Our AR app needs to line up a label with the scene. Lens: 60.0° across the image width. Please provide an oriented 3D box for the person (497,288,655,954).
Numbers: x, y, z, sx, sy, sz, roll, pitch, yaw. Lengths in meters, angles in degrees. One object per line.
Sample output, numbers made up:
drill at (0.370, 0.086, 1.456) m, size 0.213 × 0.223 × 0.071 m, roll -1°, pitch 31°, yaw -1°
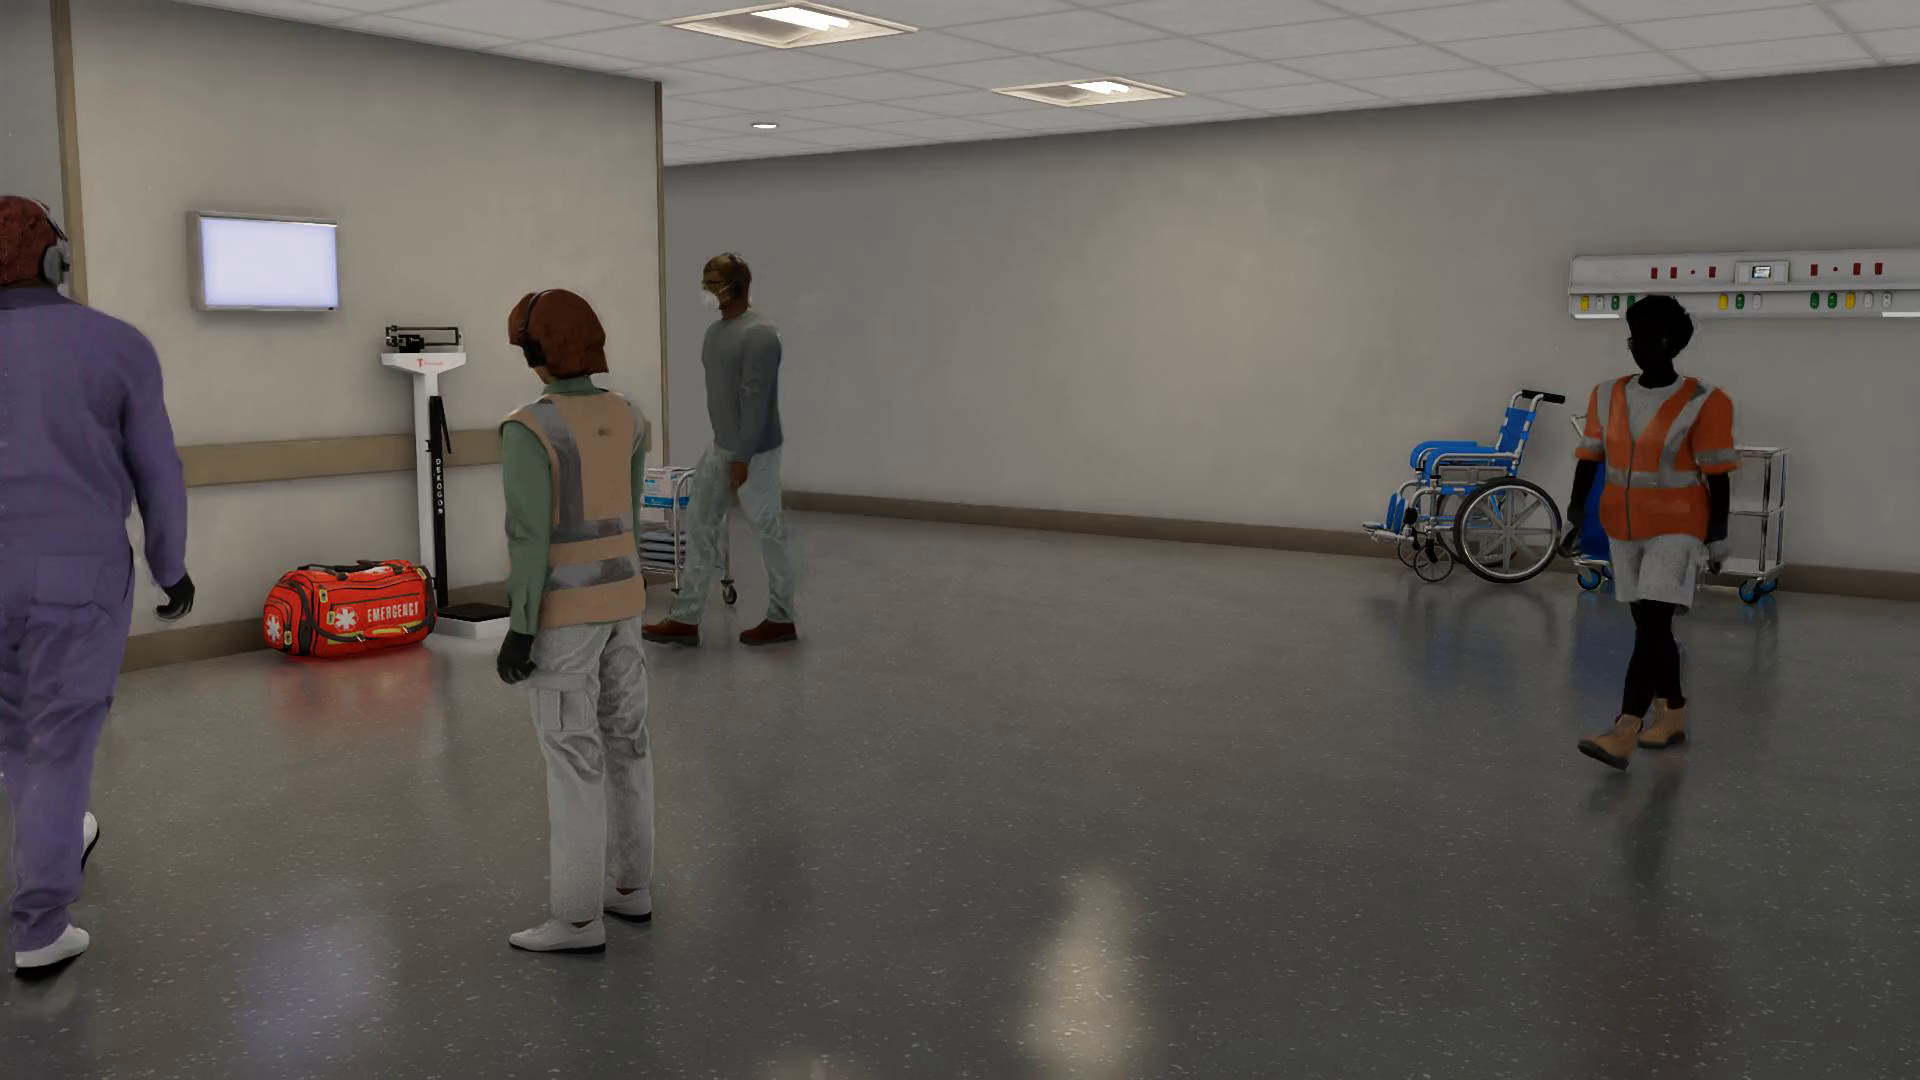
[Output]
person at (-0.952, 0.202, 4.135) m, size 0.313 × 1.637 × 0.513 m, roll 3°, pitch 8°, yaw 23°

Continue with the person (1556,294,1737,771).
person at (2.403, -0.030, 5.892) m, size 0.846 × 1.653 × 0.547 m, roll -5°, pitch 8°, yaw -33°

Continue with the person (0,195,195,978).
person at (-2.296, 0.080, 4.217) m, size 0.643 × 1.856 × 0.989 m, roll -1°, pitch 7°, yaw -10°

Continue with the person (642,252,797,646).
person at (-1.160, -0.410, 7.974) m, size 0.904 × 1.902 × 0.653 m, roll -5°, pitch 9°, yaw -35°
